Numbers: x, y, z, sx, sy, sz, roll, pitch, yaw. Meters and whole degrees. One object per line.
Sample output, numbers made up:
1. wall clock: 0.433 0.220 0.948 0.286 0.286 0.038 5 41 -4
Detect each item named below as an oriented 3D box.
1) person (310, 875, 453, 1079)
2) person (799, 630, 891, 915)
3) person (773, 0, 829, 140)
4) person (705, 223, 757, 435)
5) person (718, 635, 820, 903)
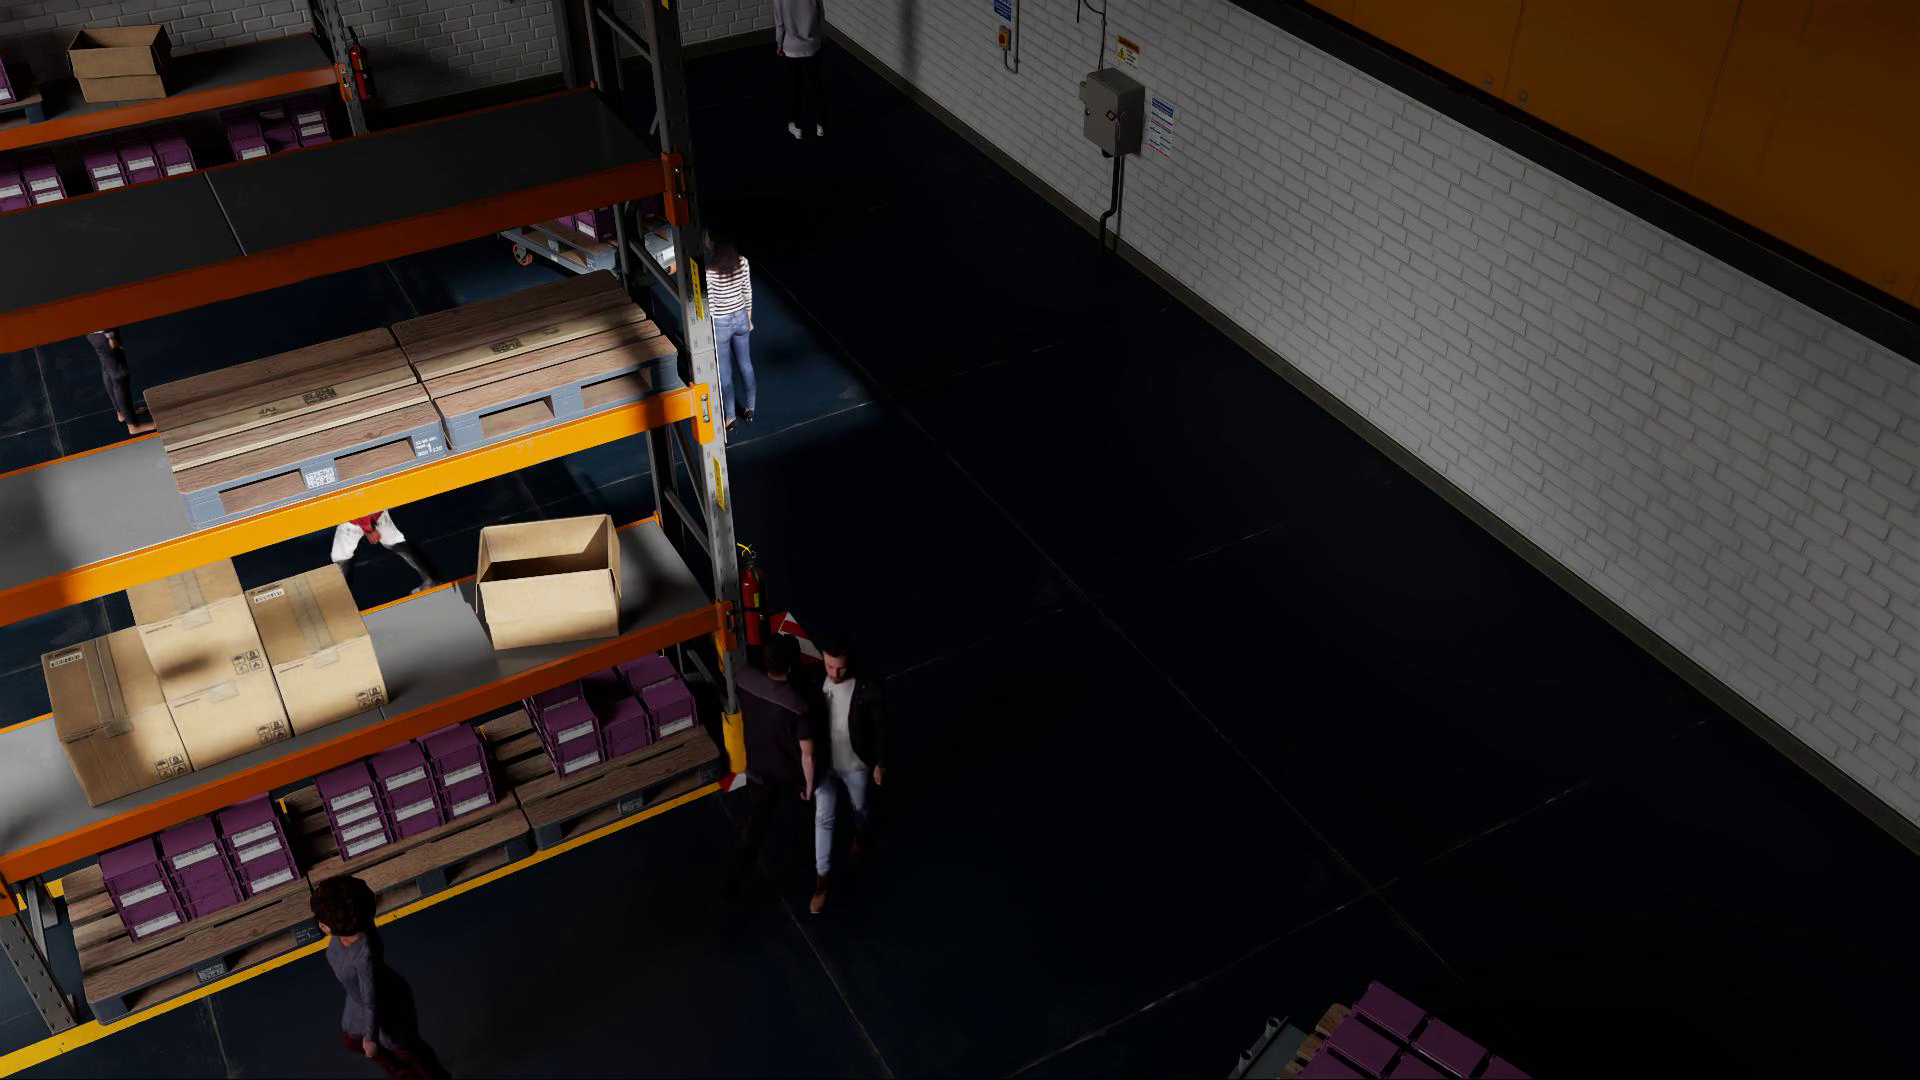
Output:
1. person: -2.724 2.204 8.064 0.670 1.696 0.643 -28 46 -31
2. person: -0.621 1.156 9.282 1.033 1.814 1.076 8 39 10
3. person: -1.607 -5.049 16.960 0.637 1.927 0.803 -8 39 -10
4. person: -1.775 -1.619 12.771 0.467 1.795 0.677 -27 46 -29
5. person: -1.030 1.277 9.125 1.052 1.820 1.229 21 43 24
